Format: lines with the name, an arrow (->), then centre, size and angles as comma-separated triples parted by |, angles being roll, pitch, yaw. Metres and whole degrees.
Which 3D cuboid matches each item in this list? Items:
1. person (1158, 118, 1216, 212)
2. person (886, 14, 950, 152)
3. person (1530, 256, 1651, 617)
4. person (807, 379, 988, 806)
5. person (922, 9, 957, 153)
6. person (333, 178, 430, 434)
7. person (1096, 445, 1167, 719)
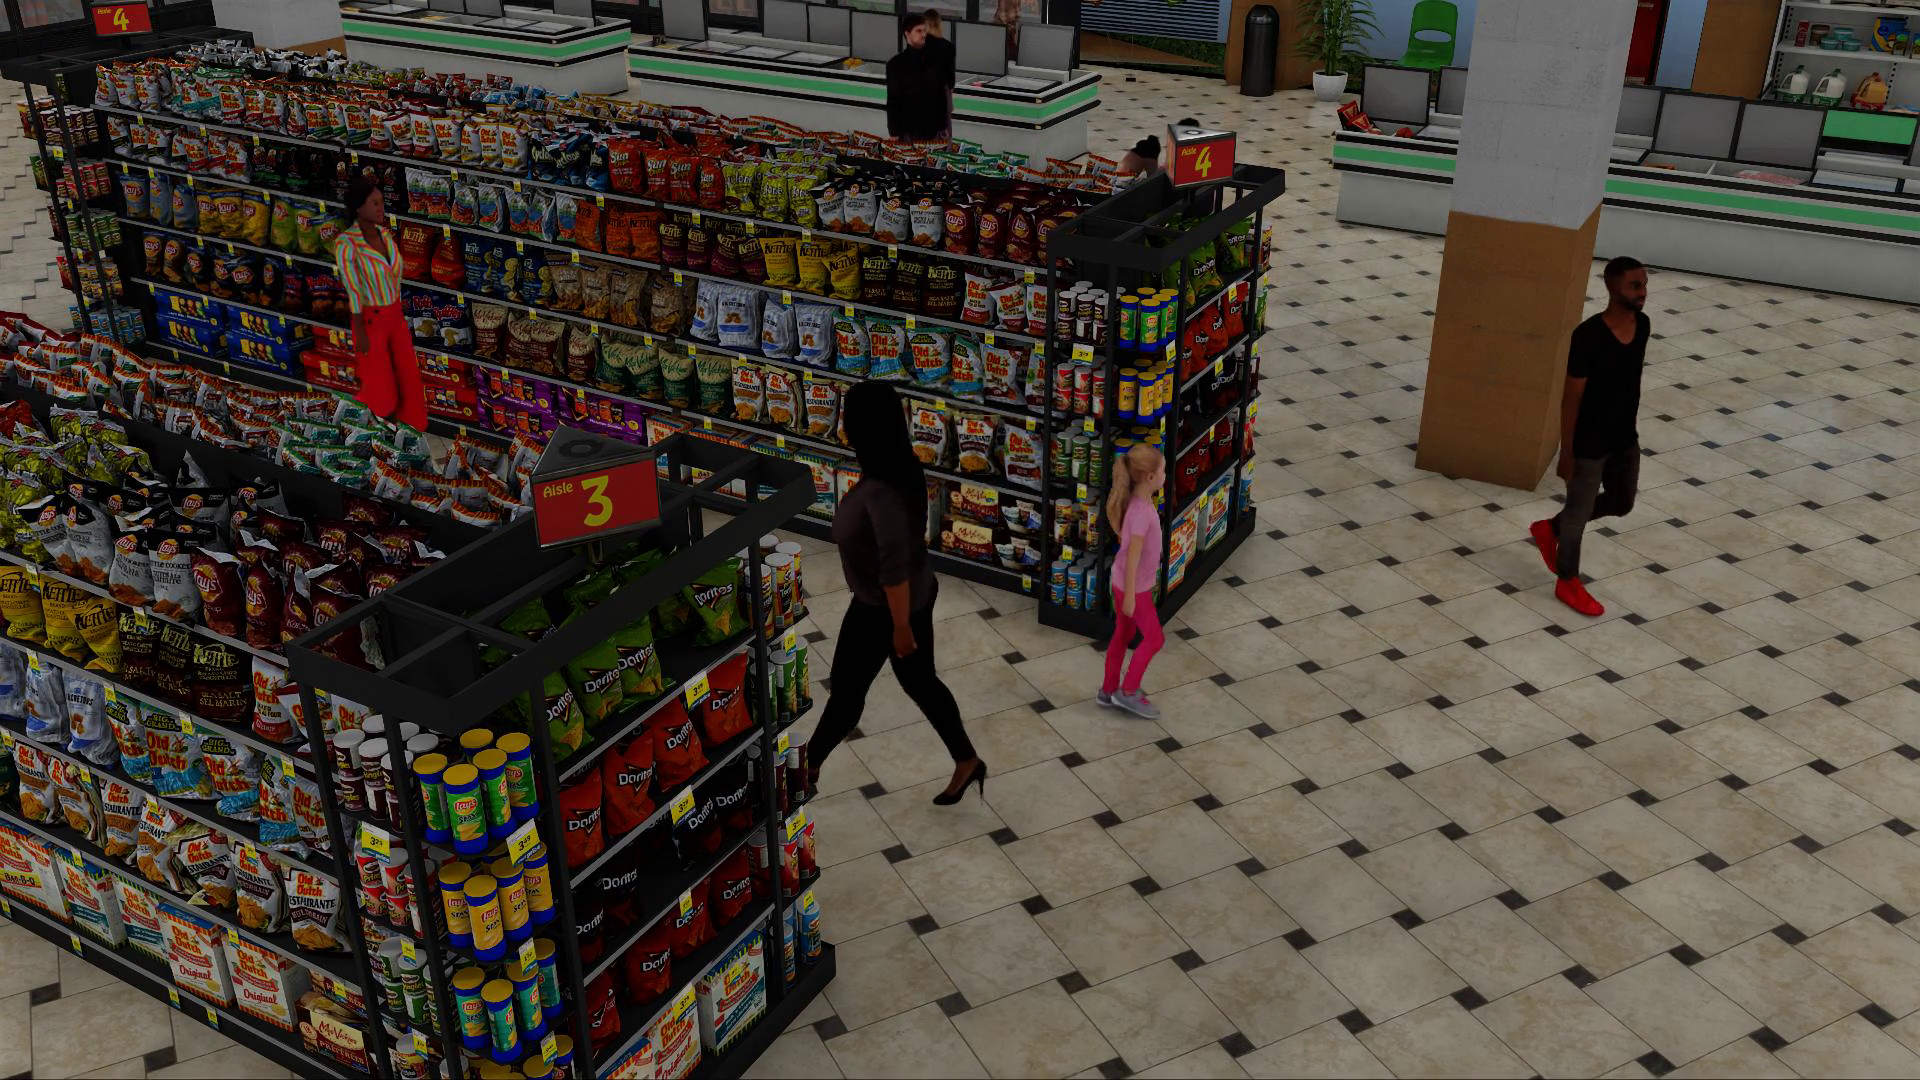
person -> 1.424, -1.870, 10.895 | 0.676, 1.678, 0.751 | 3, 27, 5
person -> -0.414, -3.409, 13.791 | 1.215, 1.805, 0.913 | 23, 35, 38
person -> 3.053, -0.532, 8.124 | 0.877, 1.799, 0.957 | -14, 30, -25
person -> -0.163, 0.295, 6.511 | 1.242, 1.782, 0.967 | 2, 27, 4
person -> -0.246, -3.898, 14.907 | 0.673, 1.667, 0.717 | -9, 28, -18
person -> -3.326, -1.140, 9.348 | 0.952, 1.775, 0.632 | 12, 29, 22
person -> 0.701, 0.182, 7.312 | 0.619, 1.260, 0.593 | 4, 27, 7
